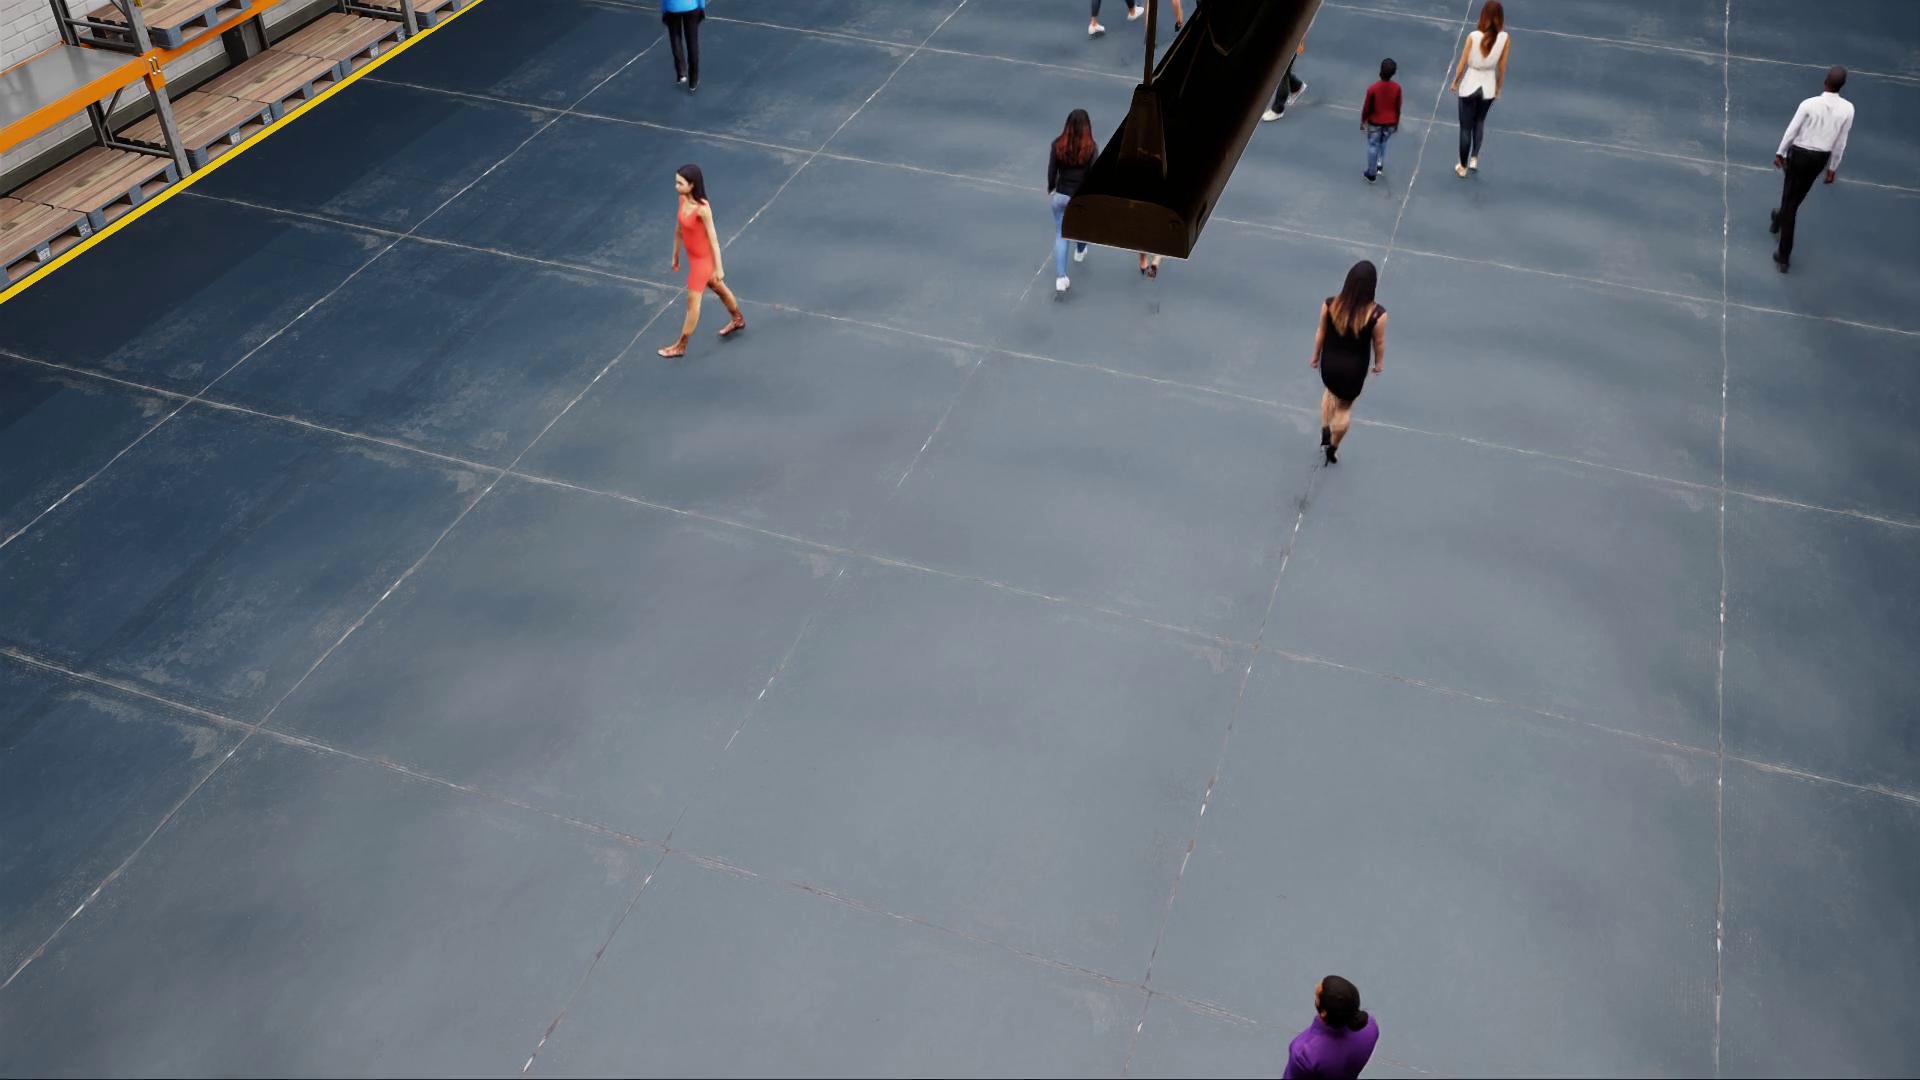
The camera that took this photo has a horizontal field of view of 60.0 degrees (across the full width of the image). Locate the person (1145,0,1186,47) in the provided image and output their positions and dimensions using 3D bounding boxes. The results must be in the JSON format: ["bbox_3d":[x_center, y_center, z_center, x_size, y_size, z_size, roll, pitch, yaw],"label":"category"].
[{"bbox_3d":[2.291,-6.531,19.075,0.821,1.796,1.049,28,46,30],"label":"person"}]

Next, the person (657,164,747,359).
[{"bbox_3d":[-2.096,-2.366,13.968,1.196,1.662,1.004,-25,45,-28],"label":"person"}]

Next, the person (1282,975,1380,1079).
[{"bbox_3d":[1.642,2.602,7.662,0.692,1.768,0.780,-21,43,-25],"label":"person"}]

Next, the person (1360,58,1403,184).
[{"bbox_3d":[4.208,-4.145,16.529,0.615,1.244,0.661,-4,39,-5],"label":"person"}]

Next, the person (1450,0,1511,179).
[{"bbox_3d":[5.128,-4.395,16.422,0.677,1.770,0.681,0,39,0],"label":"person"}]

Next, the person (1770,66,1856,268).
[{"bbox_3d":[7.682,-3.348,15.096,0.776,1.789,1.233,7,39,9],"label":"person"}]

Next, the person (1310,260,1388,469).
[{"bbox_3d":[2.887,-1.272,12.564,0.695,1.703,0.665,16,41,19],"label":"person"}]

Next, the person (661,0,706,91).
[{"bbox_3d":[-3.027,-5.749,18.108,0.748,1.782,0.772,-4,39,-5],"label":"person"}]

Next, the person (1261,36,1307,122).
[{"bbox_3d":[3.524,-5.332,17.571,0.974,1.801,0.909,-18,42,-22],"label":"person"}]

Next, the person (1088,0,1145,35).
[{"bbox_3d":[1.749,-6.766,19.399,0.882,1.759,1.227,29,47,31],"label":"person"}]

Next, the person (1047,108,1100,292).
[{"bbox_3d":[0.993,-2.986,14.810,0.753,1.579,1.191,8,39,10],"label":"person"}]
